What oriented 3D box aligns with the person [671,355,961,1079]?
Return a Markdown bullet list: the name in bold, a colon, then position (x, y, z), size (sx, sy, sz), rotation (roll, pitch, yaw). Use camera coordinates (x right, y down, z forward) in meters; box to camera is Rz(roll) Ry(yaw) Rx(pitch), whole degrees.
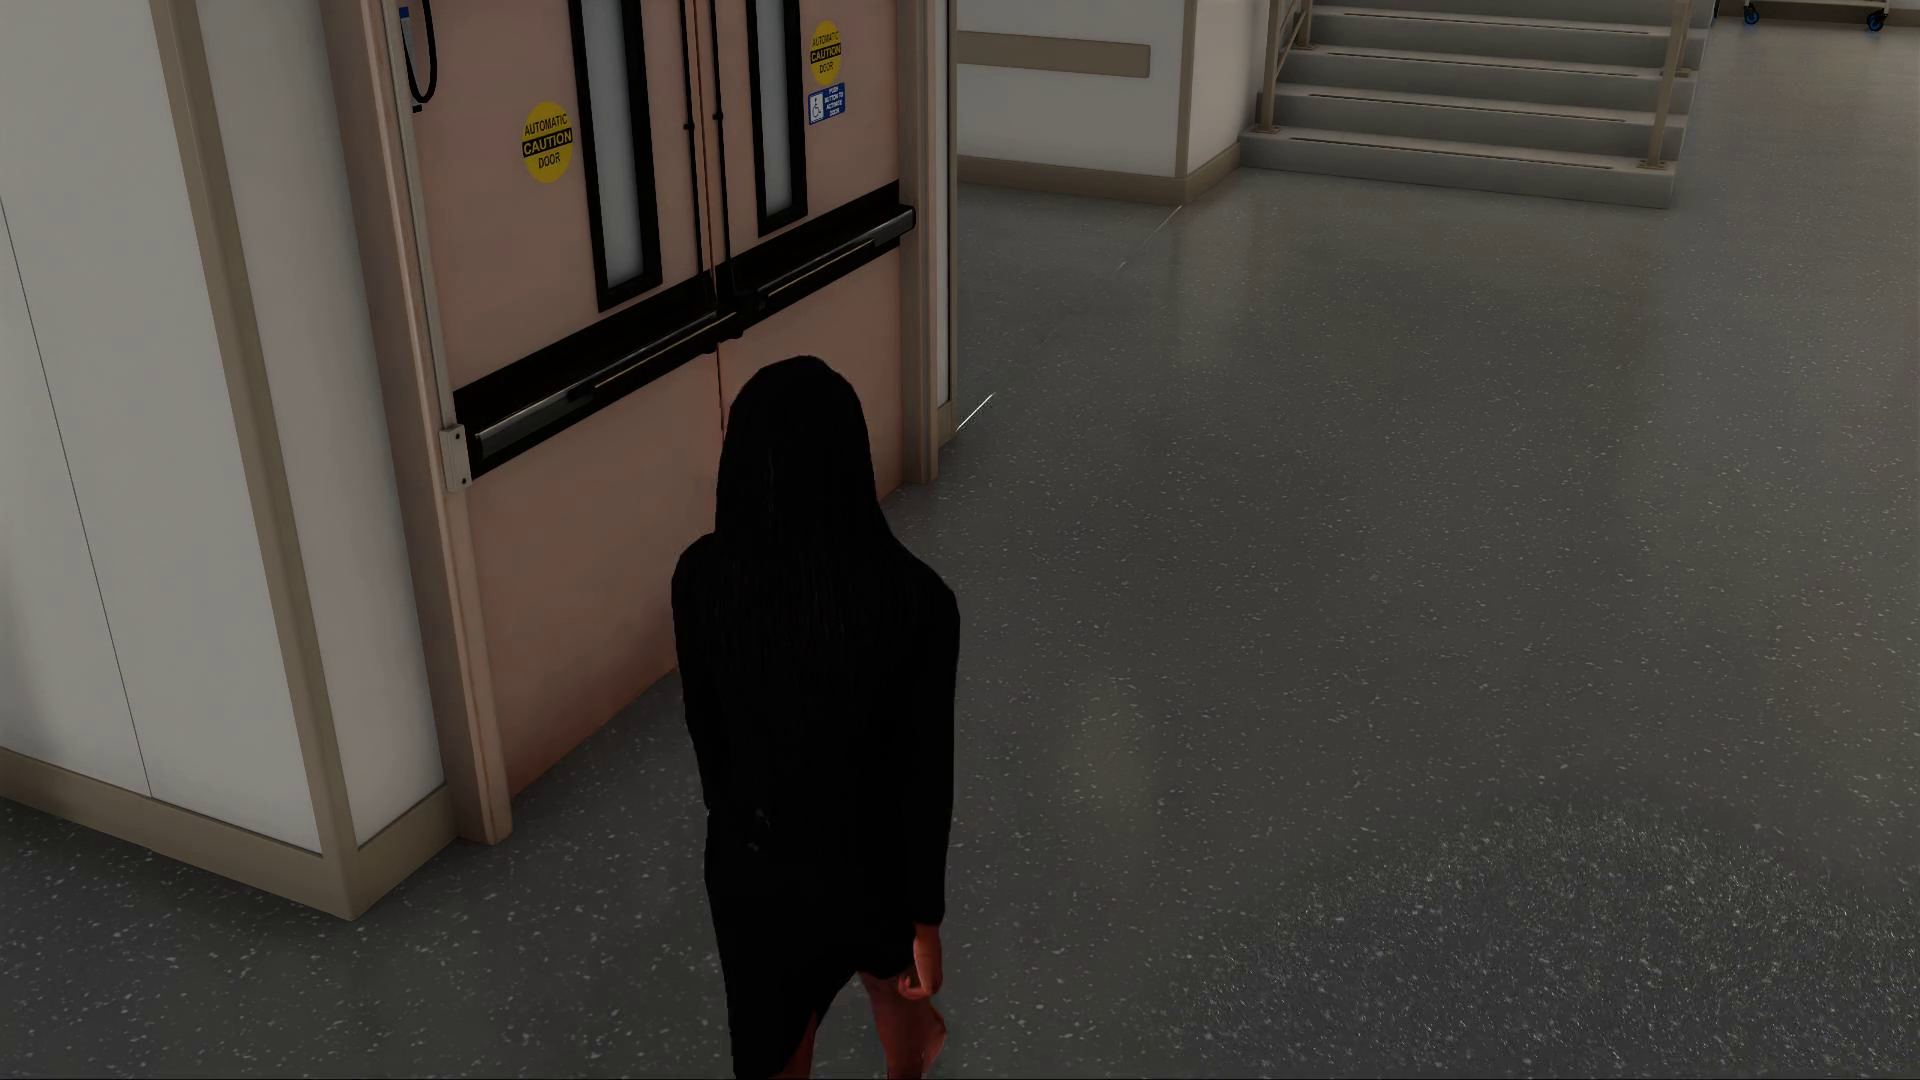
- **person**: position (-0.242, 0.593, 2.557), size (0.787, 1.666, 1.257), rotation (6, 26, 12)
